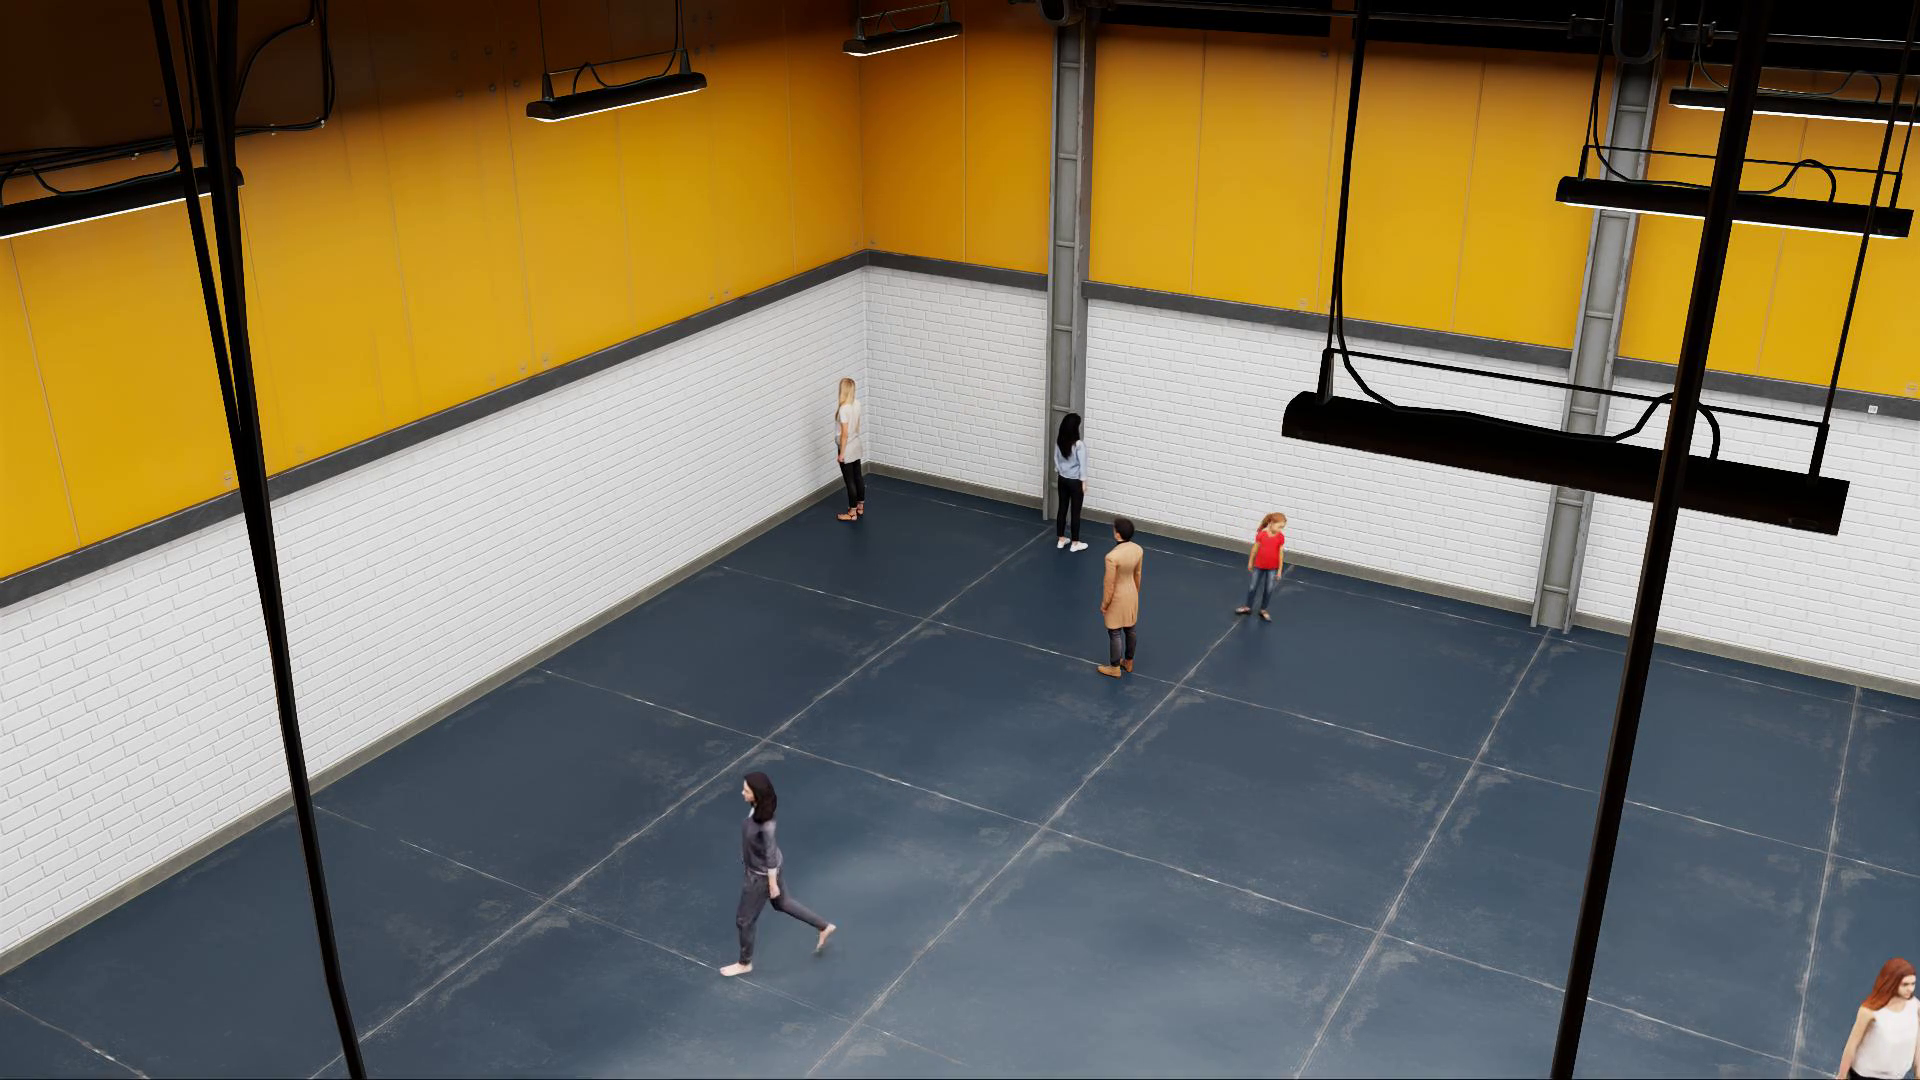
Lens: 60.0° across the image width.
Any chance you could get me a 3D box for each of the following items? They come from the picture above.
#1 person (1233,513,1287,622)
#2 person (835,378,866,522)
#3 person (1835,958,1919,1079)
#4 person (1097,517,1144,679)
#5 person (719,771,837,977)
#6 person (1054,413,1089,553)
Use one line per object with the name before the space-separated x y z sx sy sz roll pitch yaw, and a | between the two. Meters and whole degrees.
person | 3.291 0.272 18.096 0.564 1.283 0.753 9 25 20
person | -1.360 -1.132 20.630 0.547 1.825 0.627 10 26 23
person | 5.767 3.348 10.575 1.033 1.671 1.073 -5 24 -12
person | 1.641 0.570 16.862 0.726 1.725 0.733 -18 30 -36
person | -1.377 2.485 12.477 1.171 1.728 1.055 -4 24 -10
person | 1.317 -0.698 19.782 0.543 1.710 0.696 20 30 37
